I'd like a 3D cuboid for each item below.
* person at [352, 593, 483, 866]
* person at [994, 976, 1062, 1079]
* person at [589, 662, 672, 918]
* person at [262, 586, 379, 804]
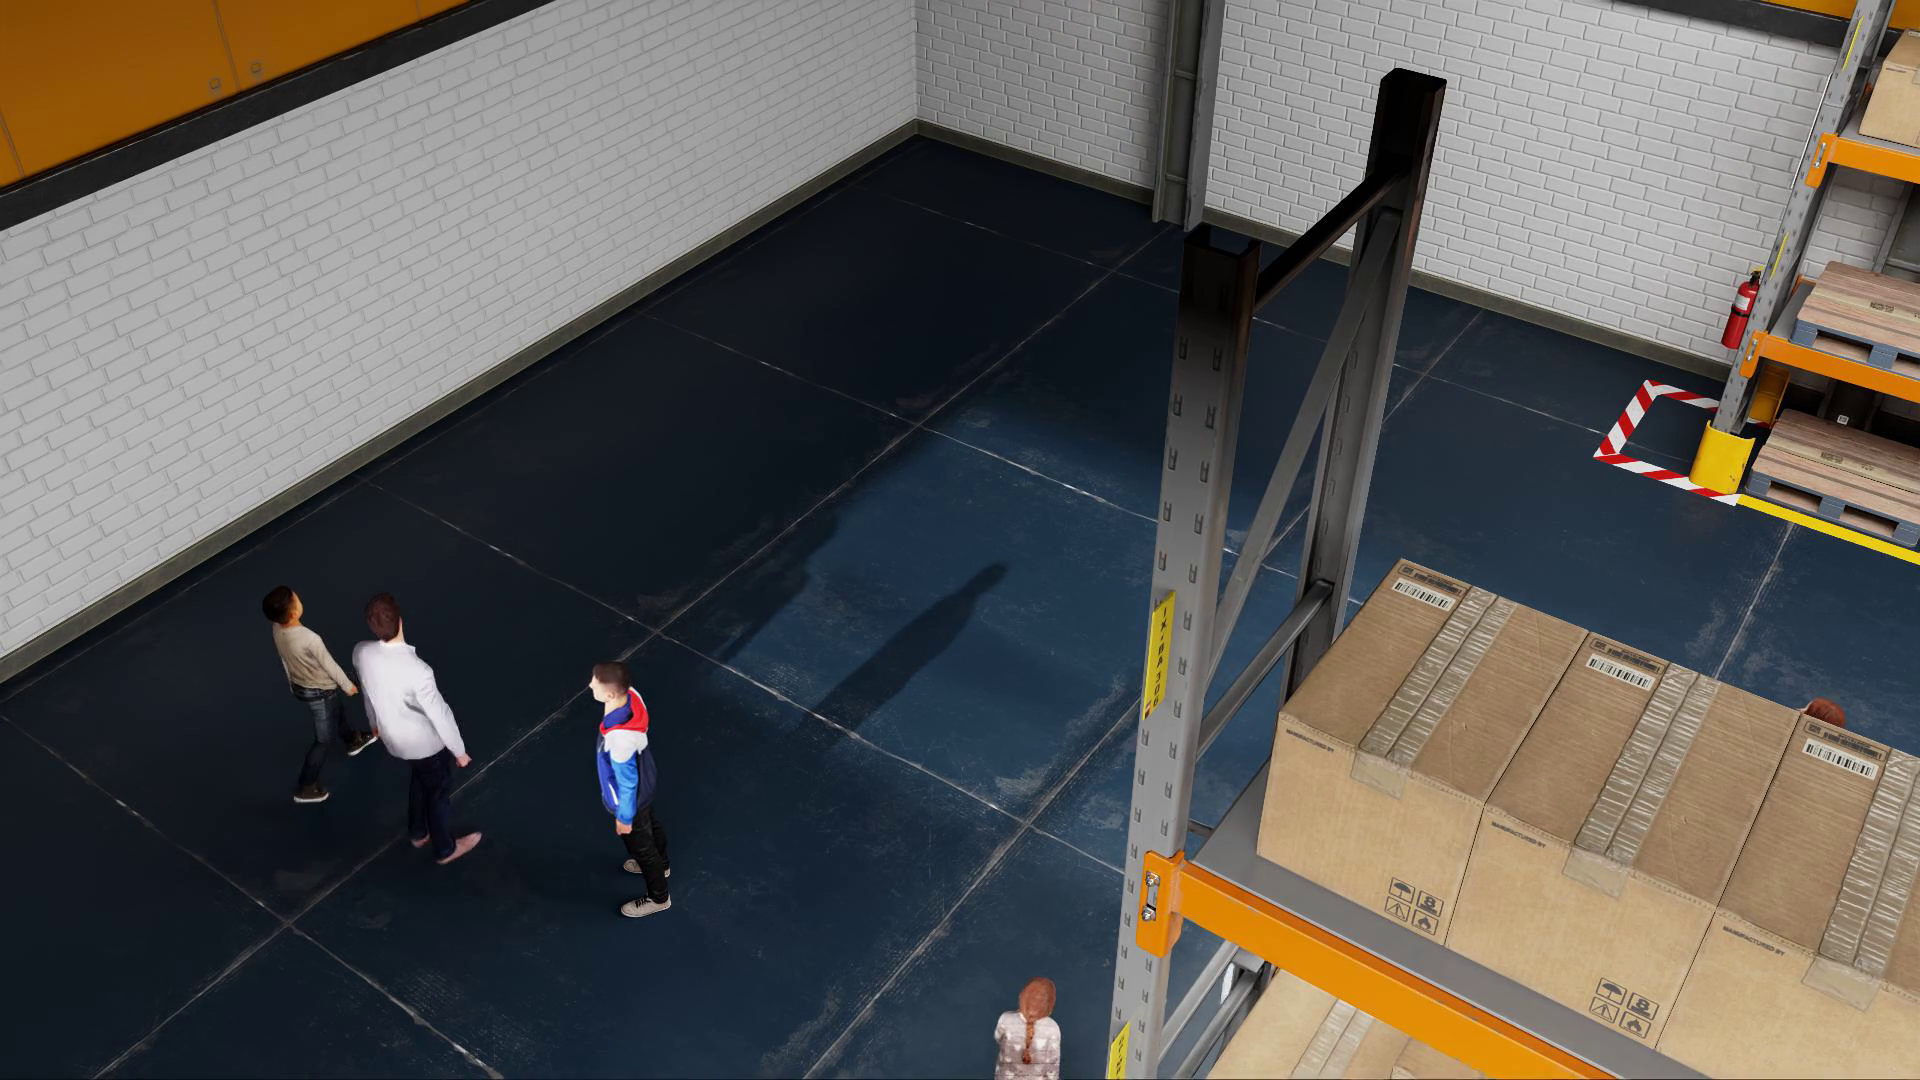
[{"bbox_3d":[-3.076,1.124,9.165,0.603,1.825,0.862,21,43,25],"label":"person"},{"bbox_3d":[0.291,2.561,7.898,0.817,1.160,0.791,2,39,3],"label":"person"},{"bbox_3d":[-1.773,1.325,8.968,0.753,1.757,0.716,-3,39,-4],"label":"person"},{"bbox_3d":[-3.814,0.911,9.735,0.884,1.446,0.604,23,44,26],"label":"person"}]
